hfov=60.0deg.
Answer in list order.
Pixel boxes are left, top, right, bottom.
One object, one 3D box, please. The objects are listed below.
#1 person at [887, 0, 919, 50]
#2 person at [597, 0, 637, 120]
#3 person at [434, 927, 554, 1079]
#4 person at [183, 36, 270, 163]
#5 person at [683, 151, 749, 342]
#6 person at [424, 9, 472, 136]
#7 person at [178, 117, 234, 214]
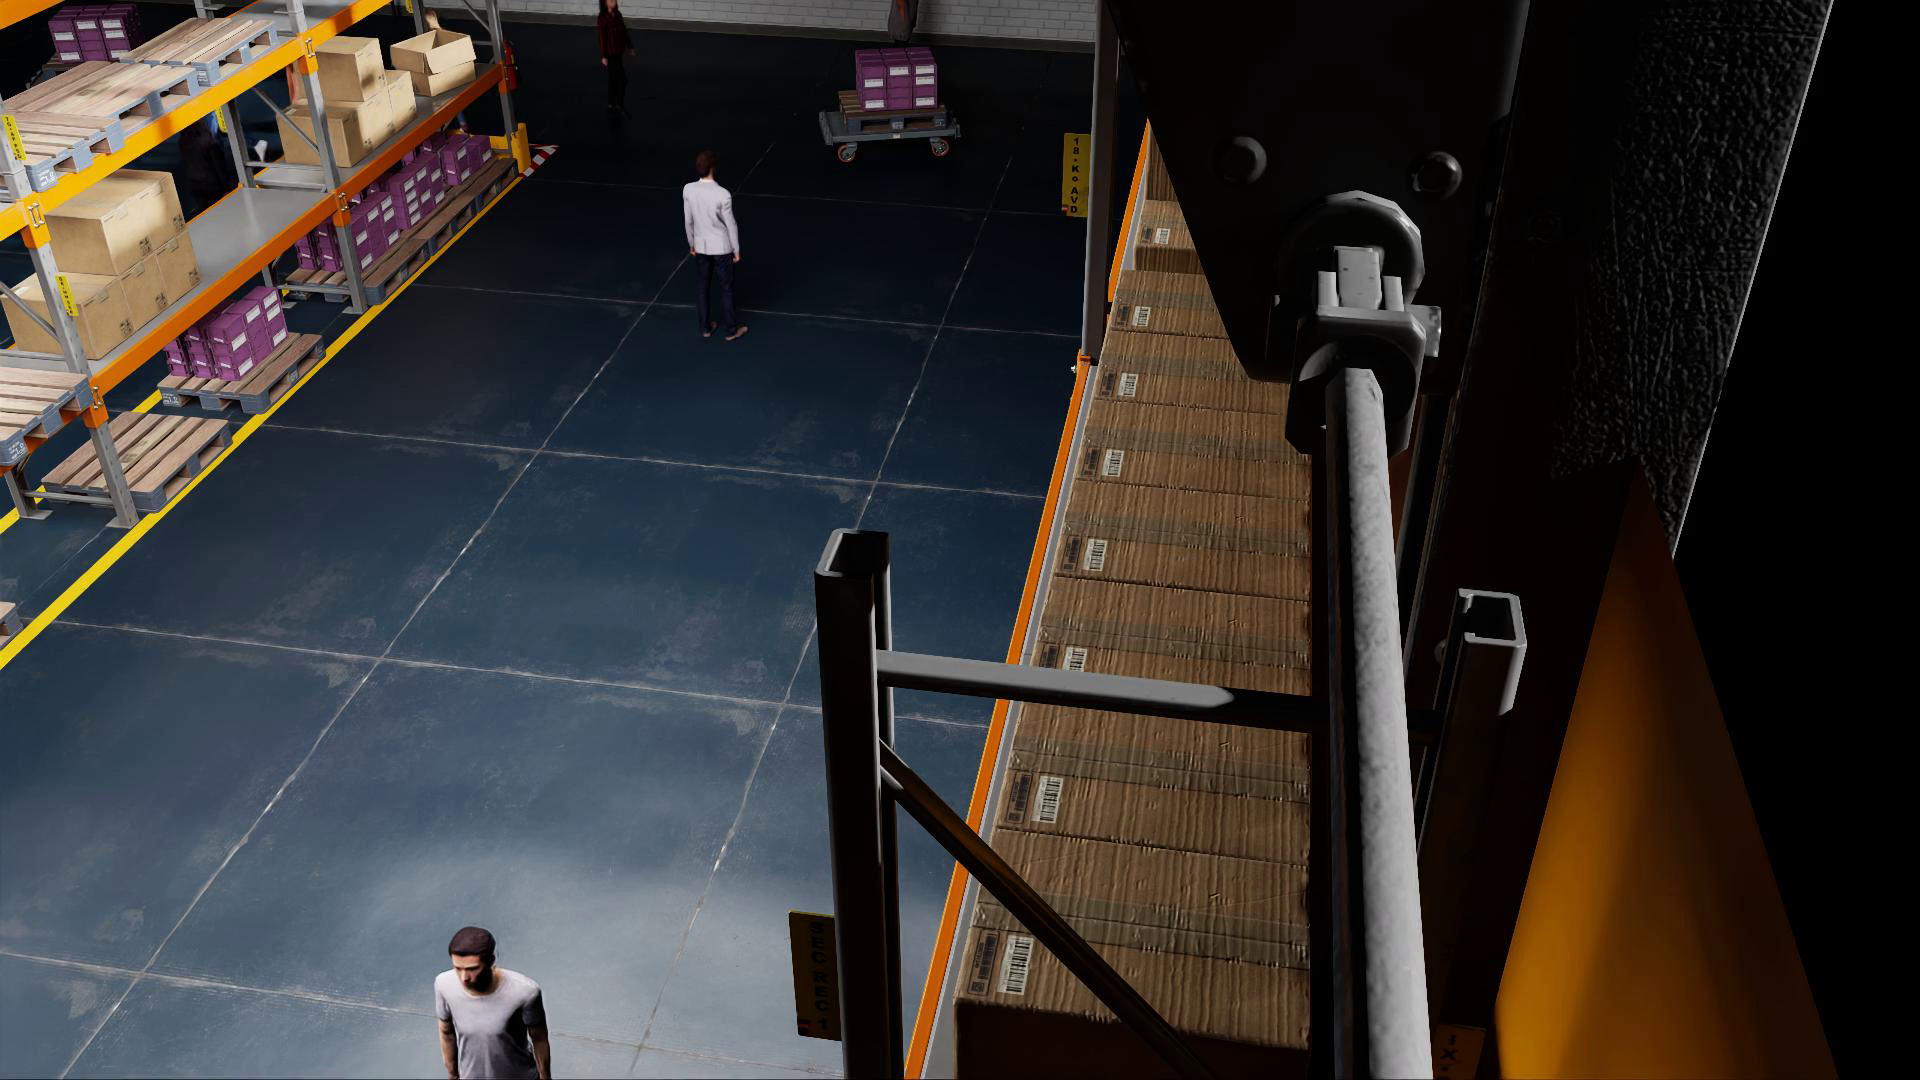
[{"bbox_3d":[-0.793,-7.006,22.392,0.778,1.610,0.693,-5,34,-8],"label":"person"},{"bbox_3d":[-4.487,-6.168,21.104,0.692,1.641,0.594,9,35,13],"label":"person"},{"bbox_3d":[-2.158,2.513,7.843,0.685,1.863,0.587,1,34,2],"label":"person"},{"bbox_3d":[-8.605,-5.109,19.388,1.164,1.777,1.111,-20,39,-27],"label":"person"},{"bbox_3d":[-2.359,-2.797,15.846,0.718,1.848,0.619,12,35,17],"label":"person"},{"bbox_3d":[-6.289,-5.711,20.446,0.908,1.608,0.949,-9,35,-14],"label":"person"},{"bbox_3d":[-7.880,-3.664,17.373,0.662,1.601,0.784,5,34,7],"label":"person"}]
